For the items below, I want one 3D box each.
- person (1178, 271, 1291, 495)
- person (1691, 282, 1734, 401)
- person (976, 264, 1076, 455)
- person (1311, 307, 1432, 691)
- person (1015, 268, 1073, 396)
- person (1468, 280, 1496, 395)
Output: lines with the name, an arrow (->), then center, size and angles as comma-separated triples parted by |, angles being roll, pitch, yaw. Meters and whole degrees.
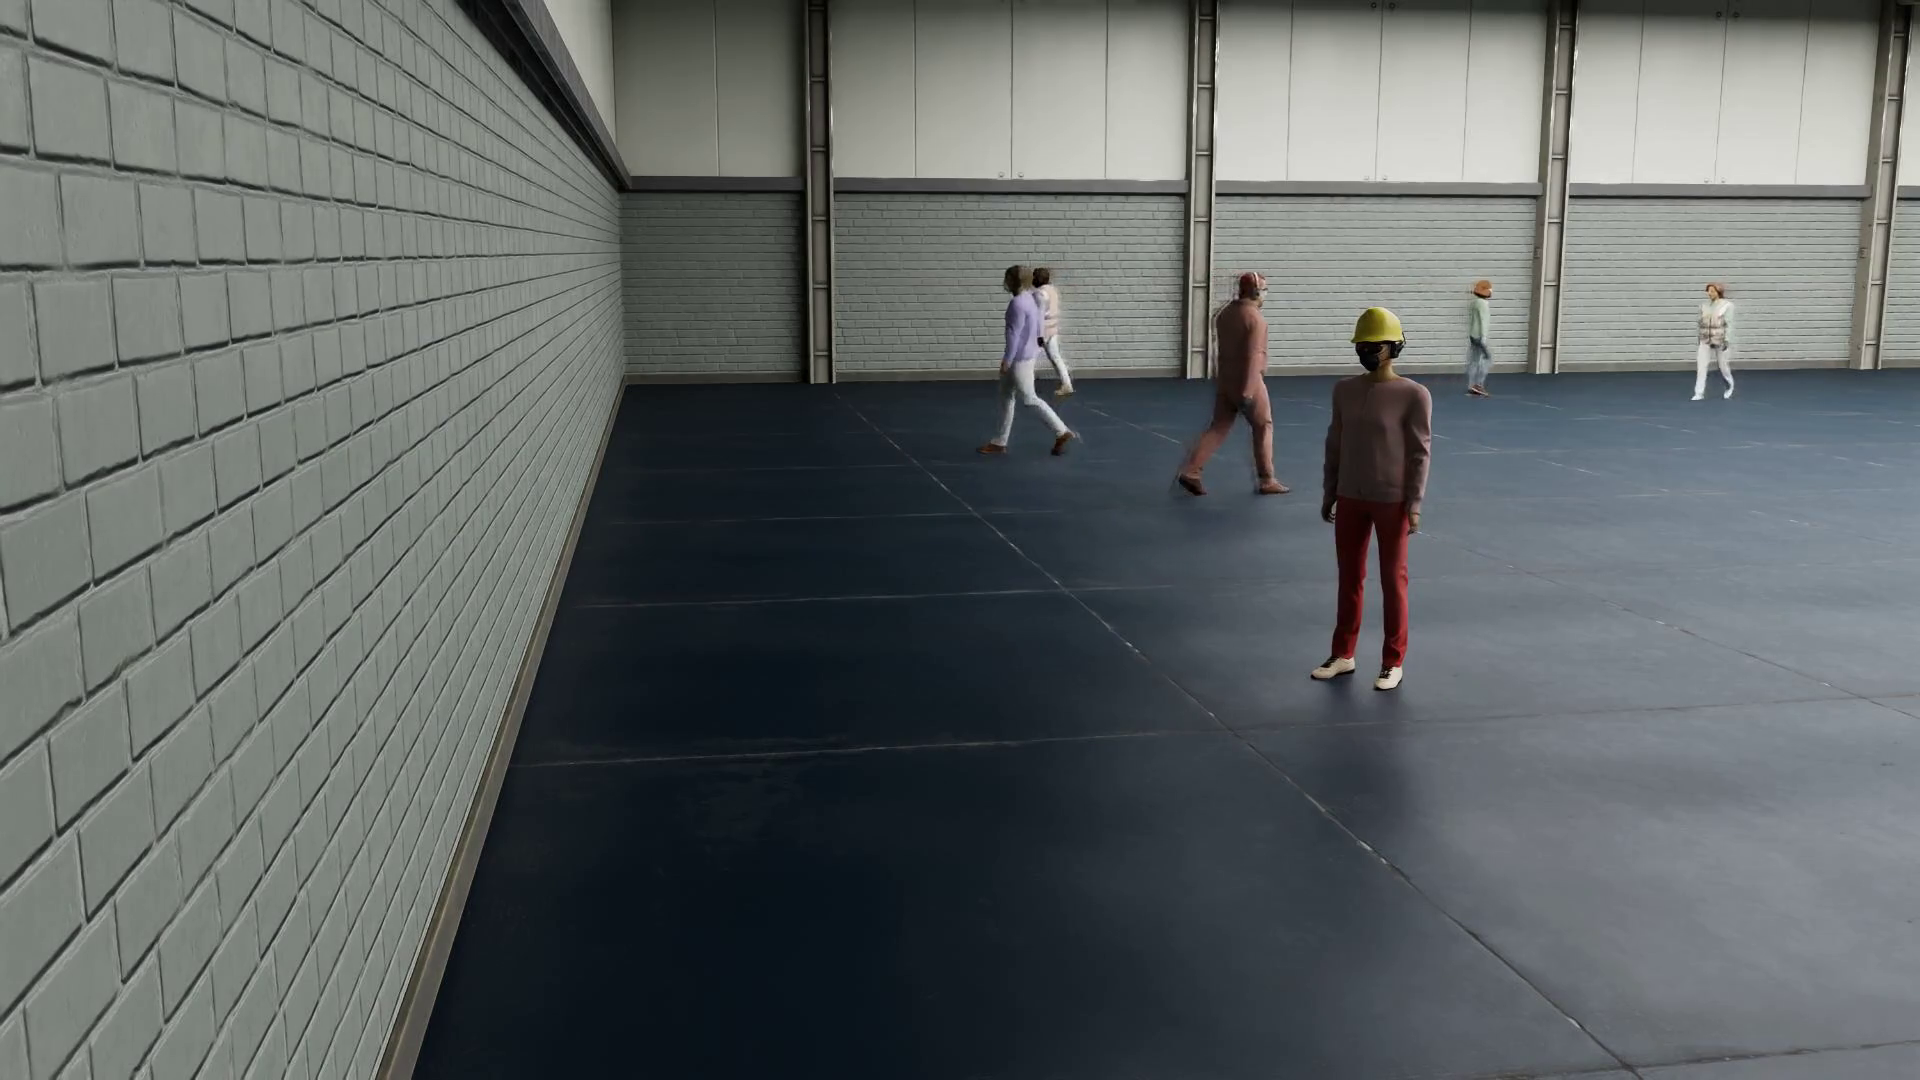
person -> 2.276, -1.283, 13.758 | 0.947, 1.866, 0.640 | -5, 11, -26
person -> 10.275, -2.703, 22.613 | 0.742, 1.614, 0.513 | -8, 13, -40
person -> 0.670, -1.778, 16.503 | 0.944, 1.911, 0.642 | 1, 10, 5
person -> 1.911, -0.189, 7.718 | 0.523, 1.769, 0.317 | 9, 13, 43
person -> 1.165, -2.904, 23.283 | 0.978, 1.797, 0.639 | 5, 11, 28
person -> 7.340, -2.826, 23.296 | 0.425, 1.618, 0.522 | 0, 10, 0
